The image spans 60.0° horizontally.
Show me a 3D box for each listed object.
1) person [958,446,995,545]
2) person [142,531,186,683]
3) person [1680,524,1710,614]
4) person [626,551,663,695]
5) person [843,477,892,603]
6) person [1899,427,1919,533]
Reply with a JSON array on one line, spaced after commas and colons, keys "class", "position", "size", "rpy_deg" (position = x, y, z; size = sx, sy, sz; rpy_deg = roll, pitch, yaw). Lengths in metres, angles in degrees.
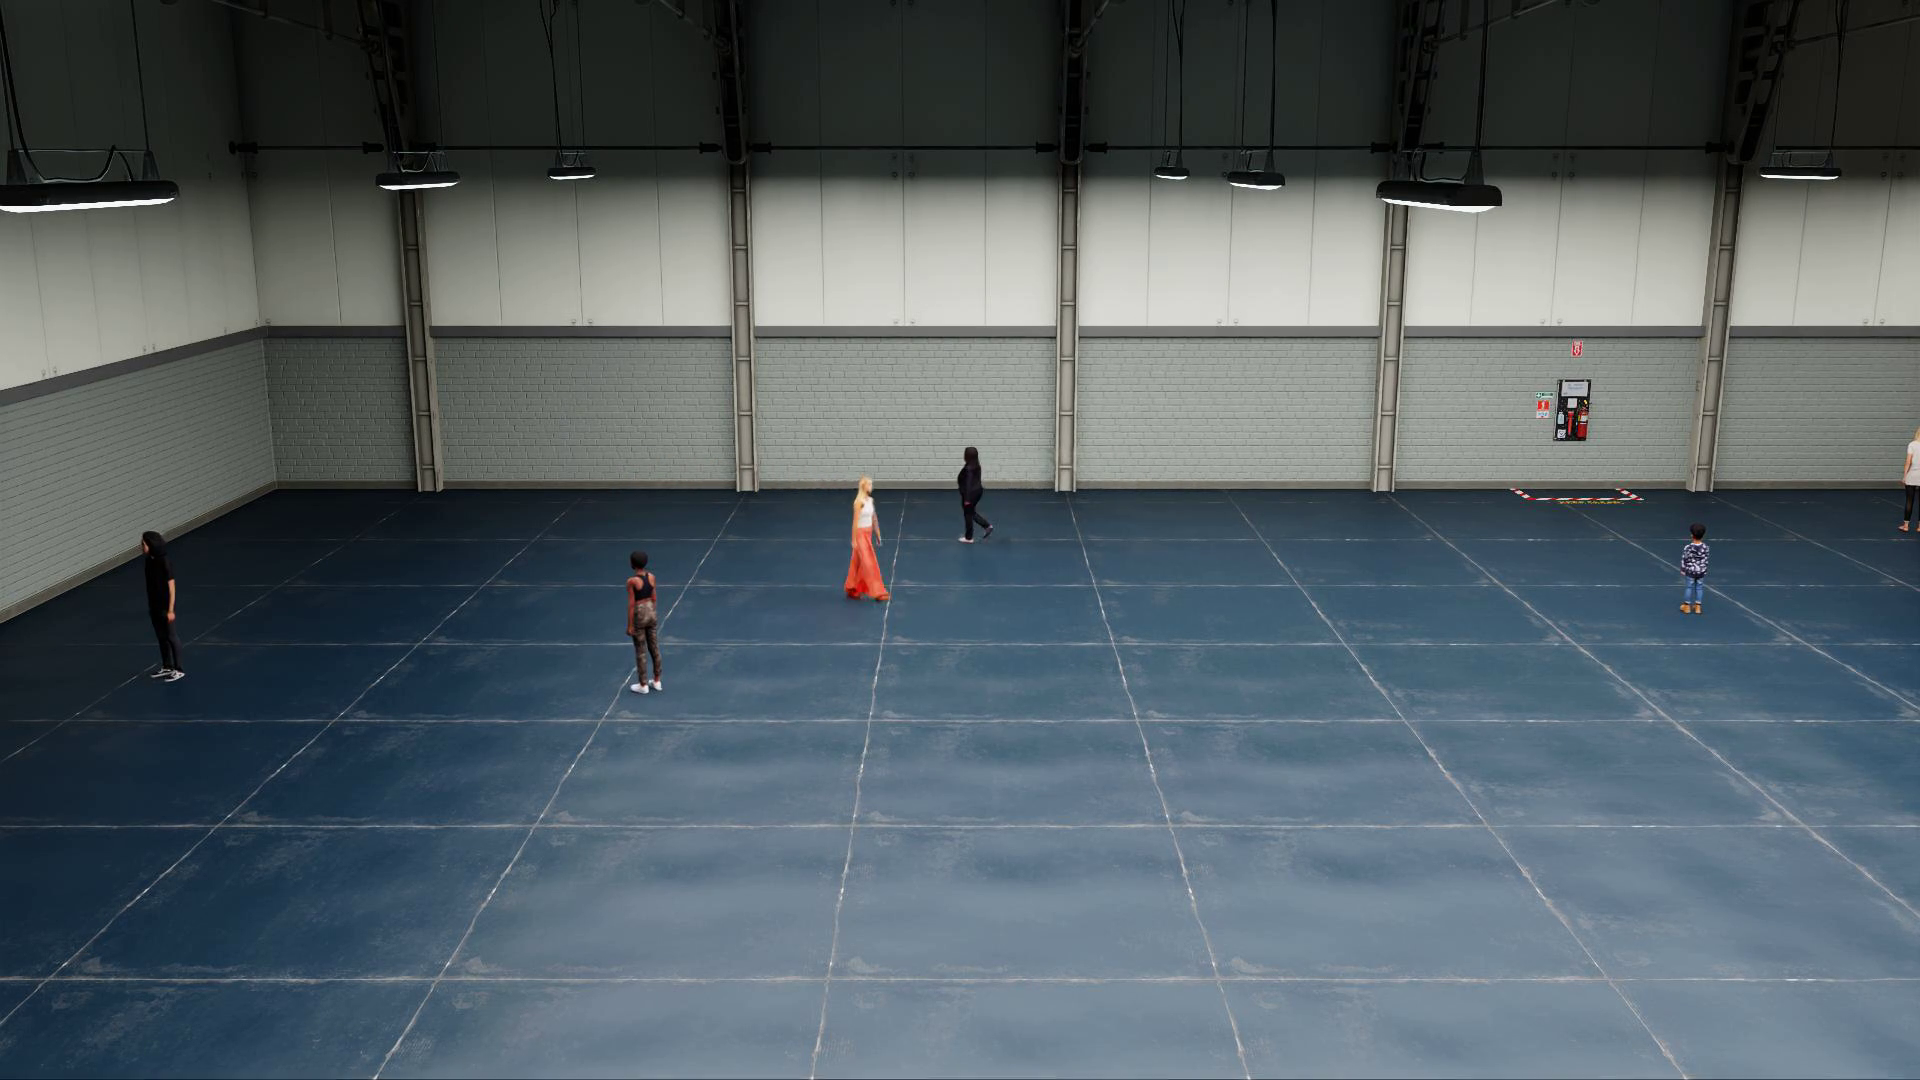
[{"class": "person", "position": [0.261, -0.713, 26.883], "size": [0.867, 1.601, 0.725], "rpy_deg": [3, 13, 11]}, {"class": "person", "position": [-9.581, 0.764, 19.990], "size": [0.657, 1.834, 0.760], "rpy_deg": [9, 16, 34]}, {"class": "person", "position": [10.129, 0.386, 22.910], "size": [0.476, 1.253, 0.586], "rpy_deg": [2, 13, 9]}, {"class": "person", "position": [-3.714, 0.946, 19.501], "size": [0.706, 1.700, 0.655], "rpy_deg": [12, 17, 41]}, {"class": "person", "position": [-1.452, -0.003, 23.437], "size": [1.194, 1.773, 0.971], "rpy_deg": [7, 15, 26]}, {"class": "person", "position": [16.039, -1.044, 27.814], "size": [0.569, 1.827, 0.716], "rpy_deg": [4, 14, 18]}]
